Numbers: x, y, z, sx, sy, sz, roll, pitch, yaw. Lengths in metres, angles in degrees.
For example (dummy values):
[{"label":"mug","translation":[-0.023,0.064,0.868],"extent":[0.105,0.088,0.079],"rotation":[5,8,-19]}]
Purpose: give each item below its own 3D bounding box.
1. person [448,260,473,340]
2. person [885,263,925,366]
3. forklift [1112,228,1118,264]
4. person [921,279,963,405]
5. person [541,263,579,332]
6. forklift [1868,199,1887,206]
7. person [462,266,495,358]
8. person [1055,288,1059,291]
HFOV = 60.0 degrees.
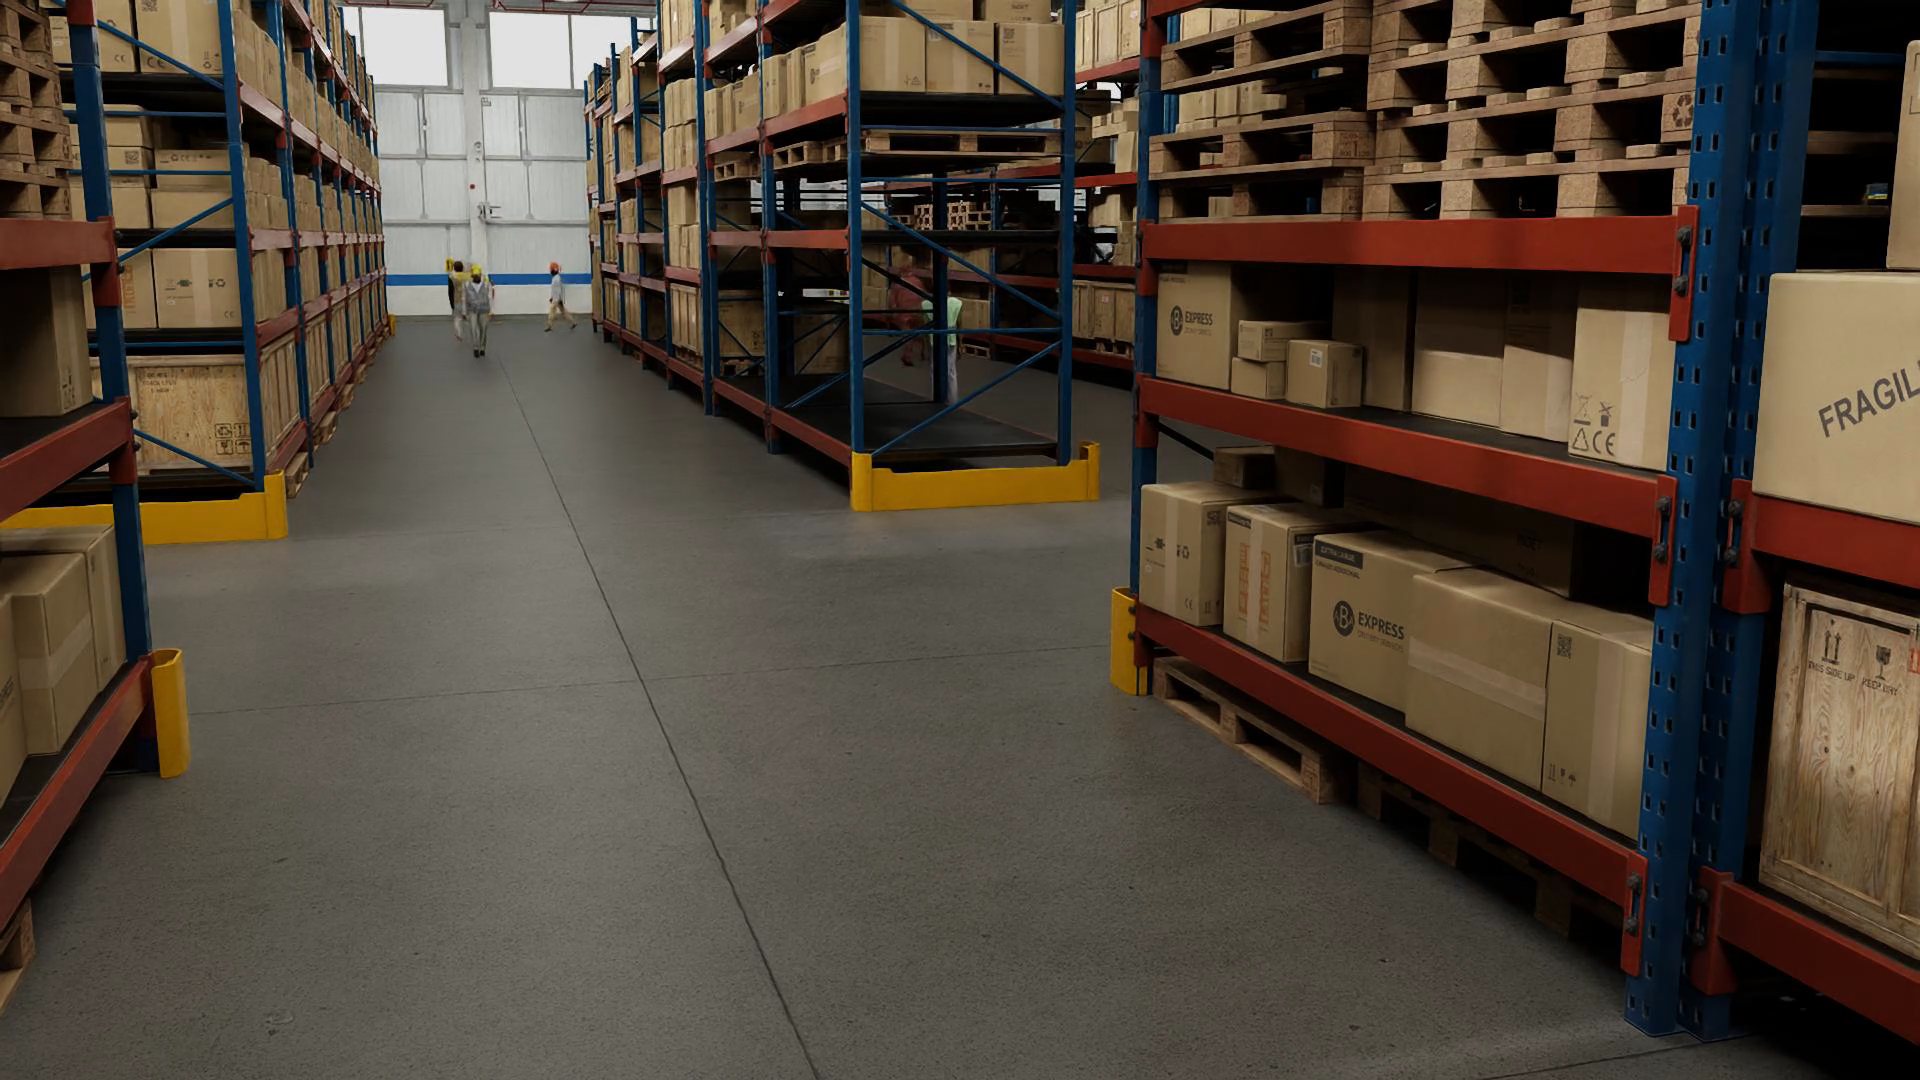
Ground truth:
[{"label":"person","translation":[-11.366,-5.473,37.974],"extent":[0.634,1.824,0.672],"rotation":[-7,12,-34]},{"label":"person","translation":[-1.018,-4.146,30.610],"extent":[0.695,1.854,0.969],"rotation":[-6,12,-28]},{"label":"forklift","translation":[3.186,-5.900,37.413],"extent":[1.129,2.768,1.873],"rotation":[-3,11,-17]},{"label":"person","translation":[-0.232,-2.514,21.677],"extent":[0.568,1.849,0.386],"rotation":[-3,11,-15]},{"label":"person","translation":[-9.985,-6.055,41.462],"extent":[0.876,1.719,0.553],"rotation":[-3,11,-14]},{"label":"forklift","translation":[11.338,-2.915,21.052],"extent":[1.129,2.768,1.873],"rotation":[-3,11,-17]},{"label":"person","translation":[-9.437,-4.477,32.625],"extent":[0.616,1.782,0.923],"rotation":[-3,11,-17]},{"label":"person","translation":[2.711,-7.255,47.522],"extent":[0.872,1.900,0.548],"rotation":[-2,11,-13]}]
